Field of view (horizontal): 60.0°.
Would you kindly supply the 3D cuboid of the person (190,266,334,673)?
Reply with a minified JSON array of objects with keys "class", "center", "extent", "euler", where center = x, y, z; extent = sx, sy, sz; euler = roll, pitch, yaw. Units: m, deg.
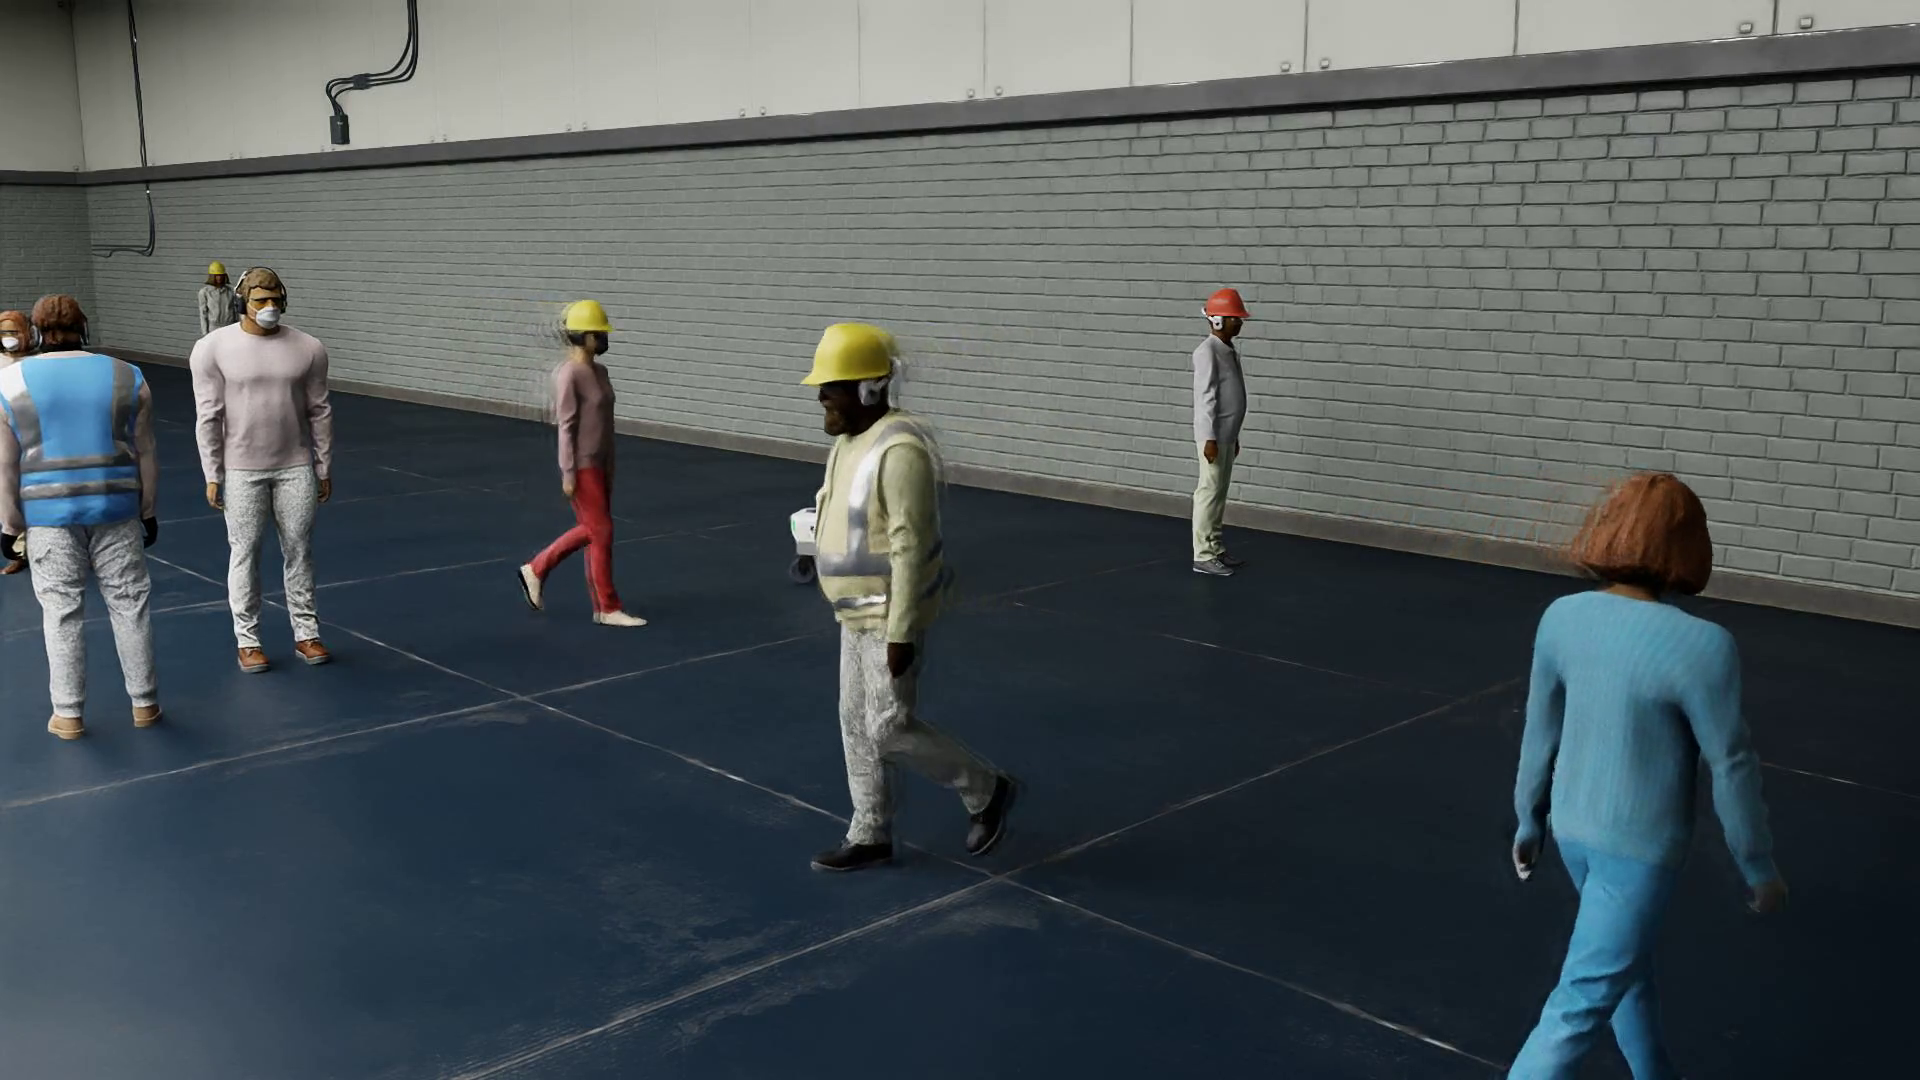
[{"class":"person","center":[-3.311,-0.335,7.978],"extent":[0.625,1.933,0.375],"euler":[-8,13,-36]}]

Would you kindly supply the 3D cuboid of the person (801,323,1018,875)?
[{"class":"person","center":[-0.188,0.205,5.355],"extent":[0.626,1.810,0.615],"euler":[-4,11,-21]}]

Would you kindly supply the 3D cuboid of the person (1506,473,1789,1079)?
[{"class":"person","center":[1.423,0.649,3.549],"extent":[0.872,1.586,0.512],"euler":[-4,11,-20]}]

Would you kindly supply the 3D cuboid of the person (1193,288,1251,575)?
[{"class":"person","center":[1.616,-0.671,10.285],"extent":[0.325,1.752,0.560],"euler":[4,11,23]}]

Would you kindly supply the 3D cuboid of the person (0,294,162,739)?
[{"class":"person","center":[-3.658,-0.094,6.915],"extent":[0.623,1.840,0.430],"euler":[-7,12,-33]}]

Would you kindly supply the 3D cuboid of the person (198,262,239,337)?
[{"class":"person","center":[-9.317,-2.629,20.991],"extent":[0.323,1.743,0.489],"euler":[10,14,44]}]

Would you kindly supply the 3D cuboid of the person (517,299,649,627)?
[{"class":"person","center":[-2.047,-0.405,8.851],"extent":[0.723,1.746,0.523],"euler":[2,11,10]}]
